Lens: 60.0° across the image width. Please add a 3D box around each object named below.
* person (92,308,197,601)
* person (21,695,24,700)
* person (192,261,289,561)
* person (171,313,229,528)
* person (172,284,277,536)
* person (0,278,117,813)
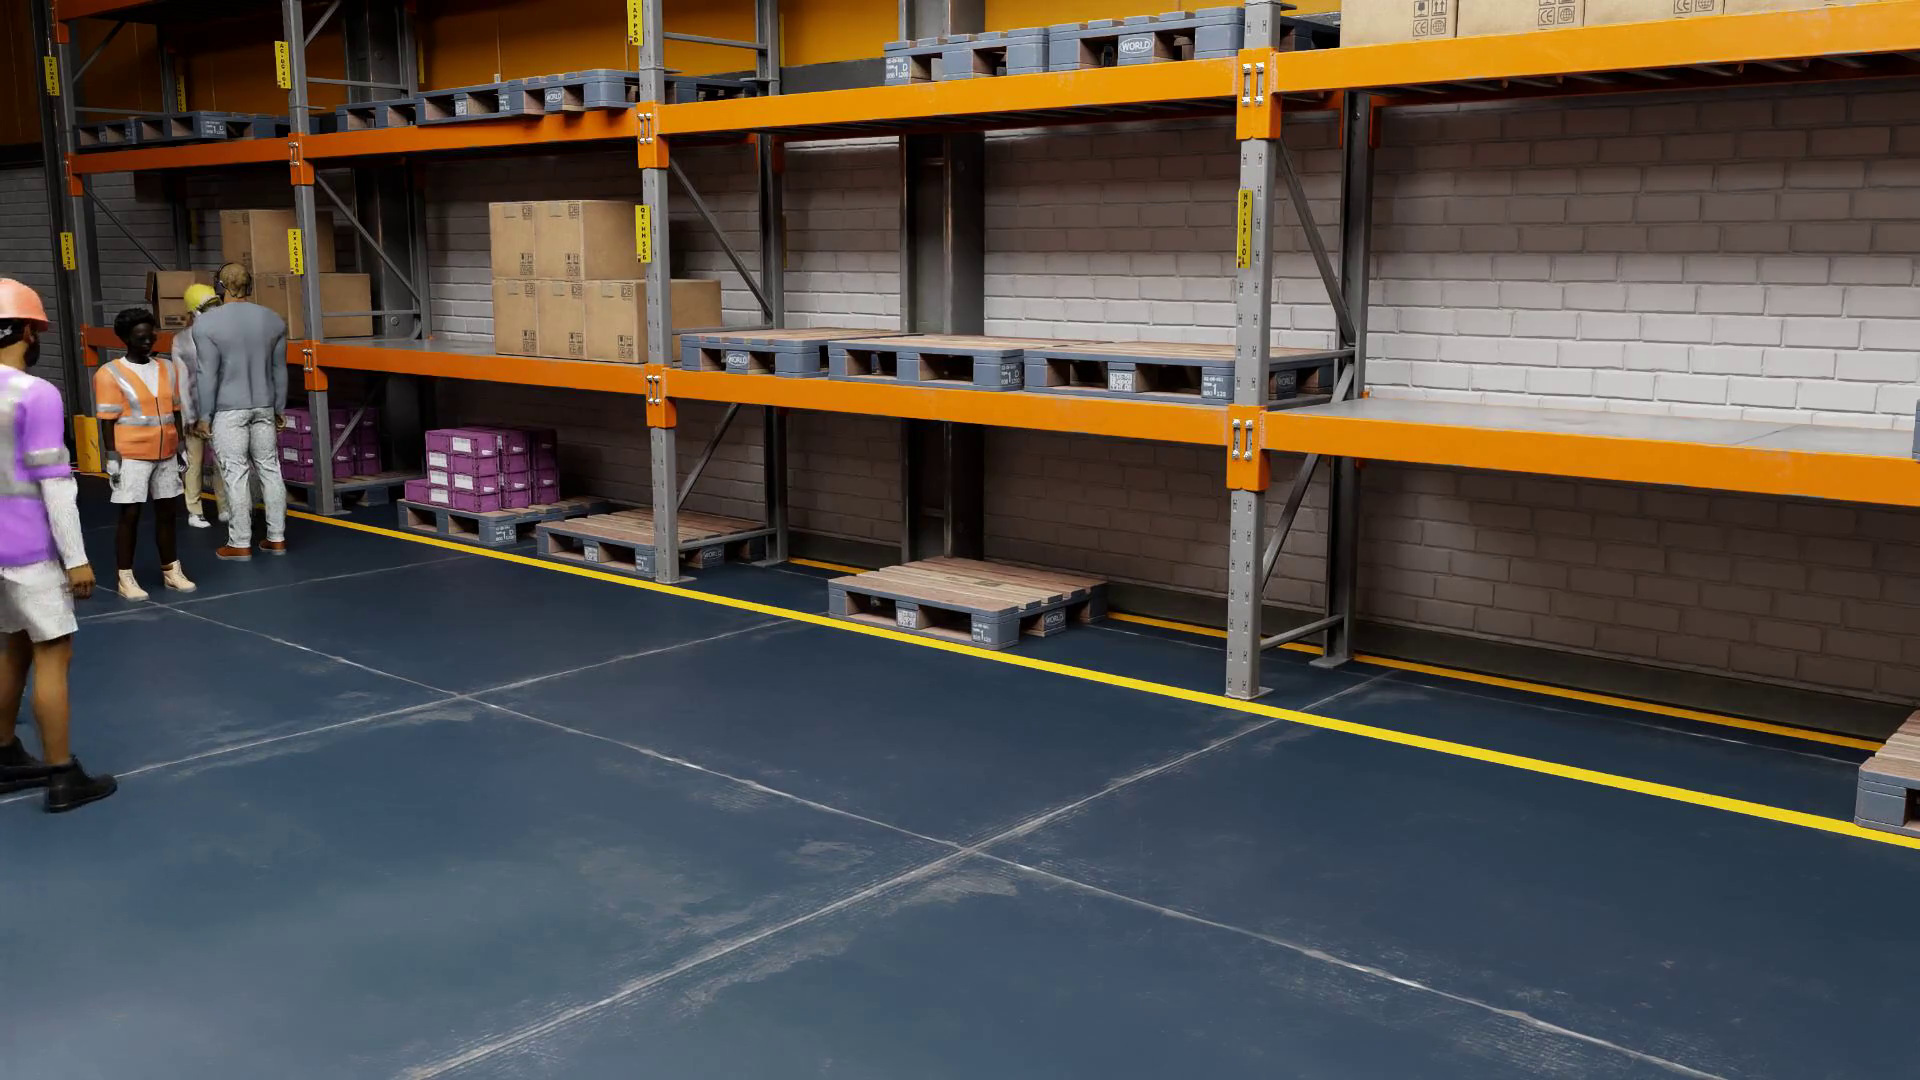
[{"bbox_3d":[-4.706,-0.491,9.595,0.320,1.687,0.533,5,11,27],"label":"person"},{"bbox_3d":[-4.389,0.002,6.823,0.850,1.662,0.533,-2,10,-12],"label":"person"},{"bbox_3d":[-4.660,-0.833,10.813,0.364,1.939,0.636,7,12,34],"label":"person"},{"bbox_3d":[-5.475,-0.907,12.134,0.271,1.629,0.499,7,12,35],"label":"person"},{"bbox_3d":[-5.200,-0.920,11.798,0.643,1.762,0.917,-5,11,-26],"label":"person"},{"bbox_3d":[-3.388,0.017,6.048,0.583,1.919,0.421,6,11,29],"label":"person"}]
